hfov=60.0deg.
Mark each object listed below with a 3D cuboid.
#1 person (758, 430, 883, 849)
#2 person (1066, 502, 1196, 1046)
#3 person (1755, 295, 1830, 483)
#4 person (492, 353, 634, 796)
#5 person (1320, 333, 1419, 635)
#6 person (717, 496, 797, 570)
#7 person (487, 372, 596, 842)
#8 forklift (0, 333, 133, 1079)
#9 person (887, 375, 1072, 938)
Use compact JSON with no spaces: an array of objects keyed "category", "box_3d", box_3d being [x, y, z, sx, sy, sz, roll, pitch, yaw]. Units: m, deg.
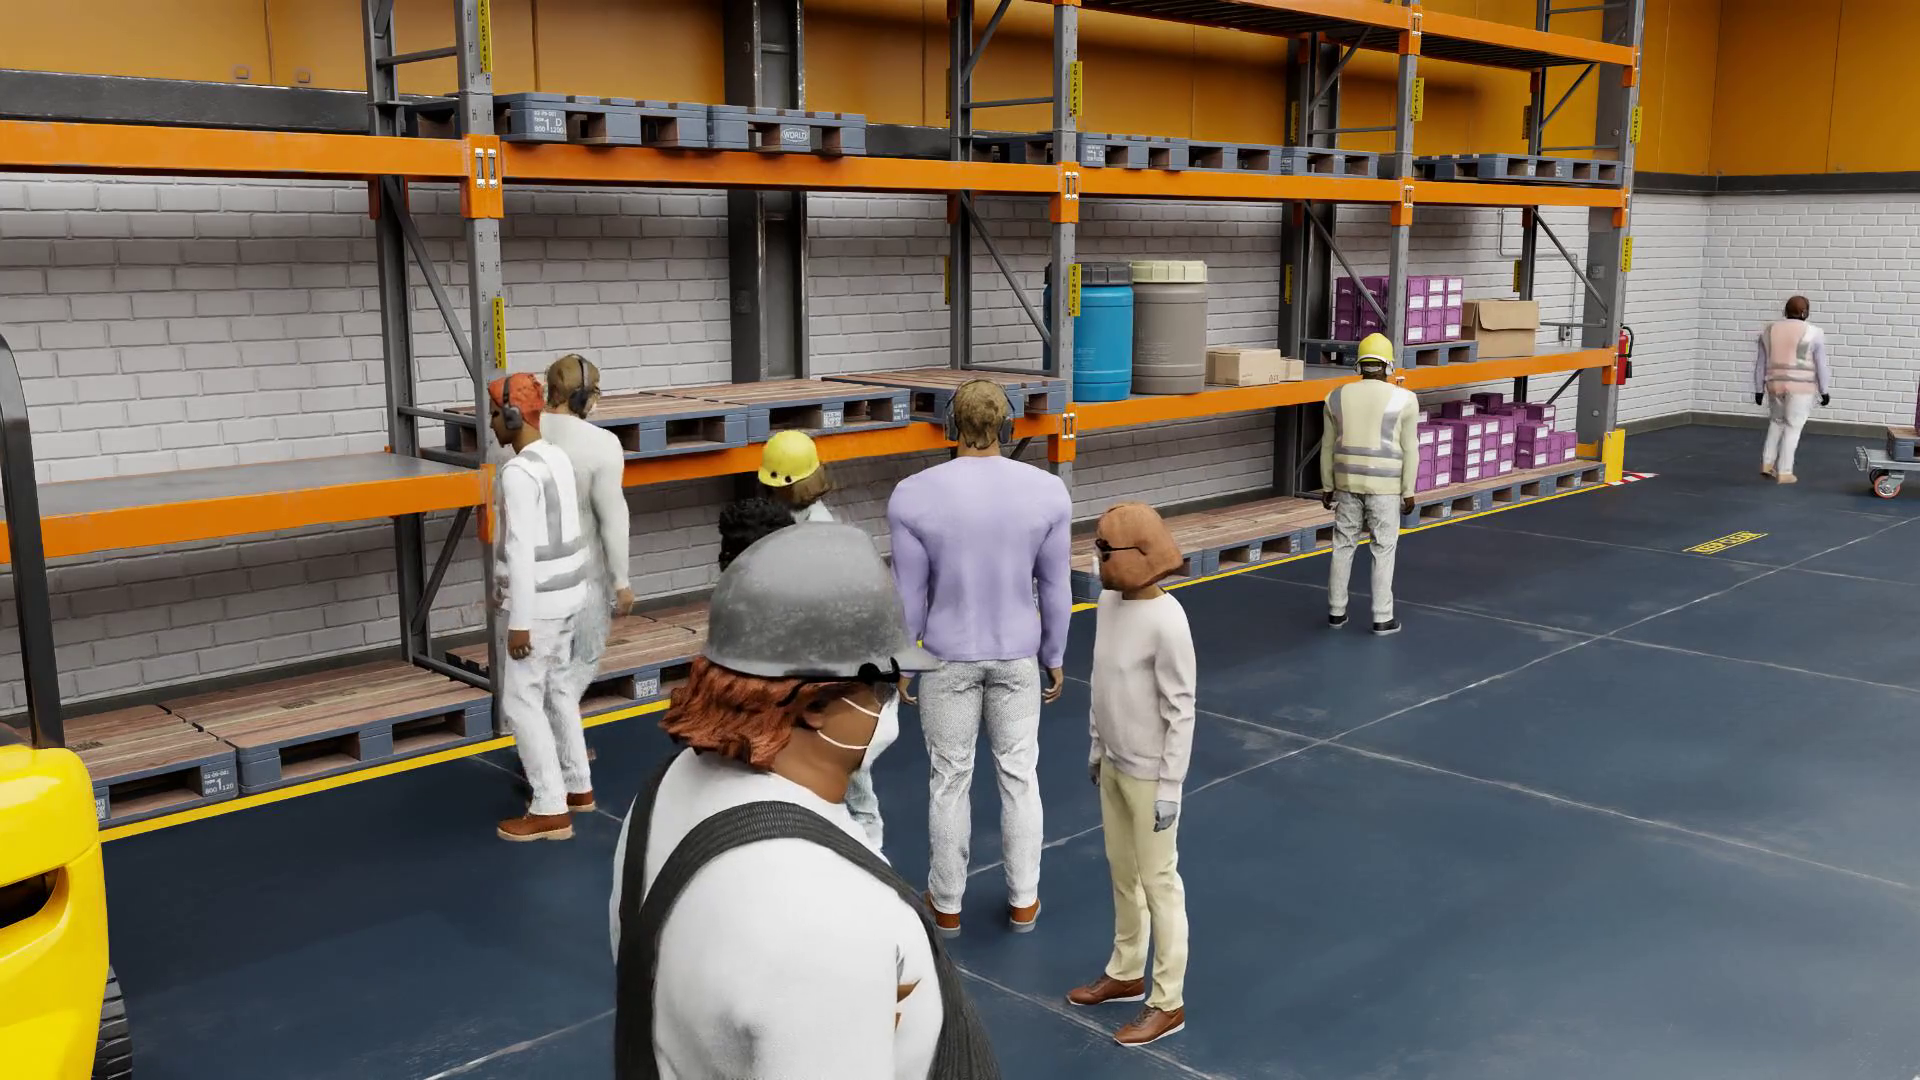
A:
[{"category":"person","box_3d":[-0.658,0.416,6.308,0.795,1.681,0.611,-3,11,-16]},{"category":"person","box_3d":[0.521,0.691,4.985,0.283,1.631,0.503,-4,11,-21]},{"category":"person","box_3d":[8.106,-1.459,16.186,0.504,1.825,0.638,-7,13,-35]},{"category":"person","box_3d":[-1.766,0.164,7.126,0.648,1.913,0.752,5,12,27]},{"category":"person","box_3d":[2.493,-0.343,10.144,0.609,1.821,0.415,7,13,35]},{"category":"person","box_3d":[-0.521,0.718,4.659,0.318,1.698,0.539,-1,10,-5]},{"category":"person","box_3d":[-1.698,0.259,6.721,0.364,1.865,0.608,0,10,2]},{"category":"forklift","box_3d":[-3.289,0.485,4.582,1.214,2.155,2.313,-10,14,-44]},{"category":"person","box_3d":[0.067,0.408,5.698,0.631,1.940,0.372,-1,10,-8]}]
